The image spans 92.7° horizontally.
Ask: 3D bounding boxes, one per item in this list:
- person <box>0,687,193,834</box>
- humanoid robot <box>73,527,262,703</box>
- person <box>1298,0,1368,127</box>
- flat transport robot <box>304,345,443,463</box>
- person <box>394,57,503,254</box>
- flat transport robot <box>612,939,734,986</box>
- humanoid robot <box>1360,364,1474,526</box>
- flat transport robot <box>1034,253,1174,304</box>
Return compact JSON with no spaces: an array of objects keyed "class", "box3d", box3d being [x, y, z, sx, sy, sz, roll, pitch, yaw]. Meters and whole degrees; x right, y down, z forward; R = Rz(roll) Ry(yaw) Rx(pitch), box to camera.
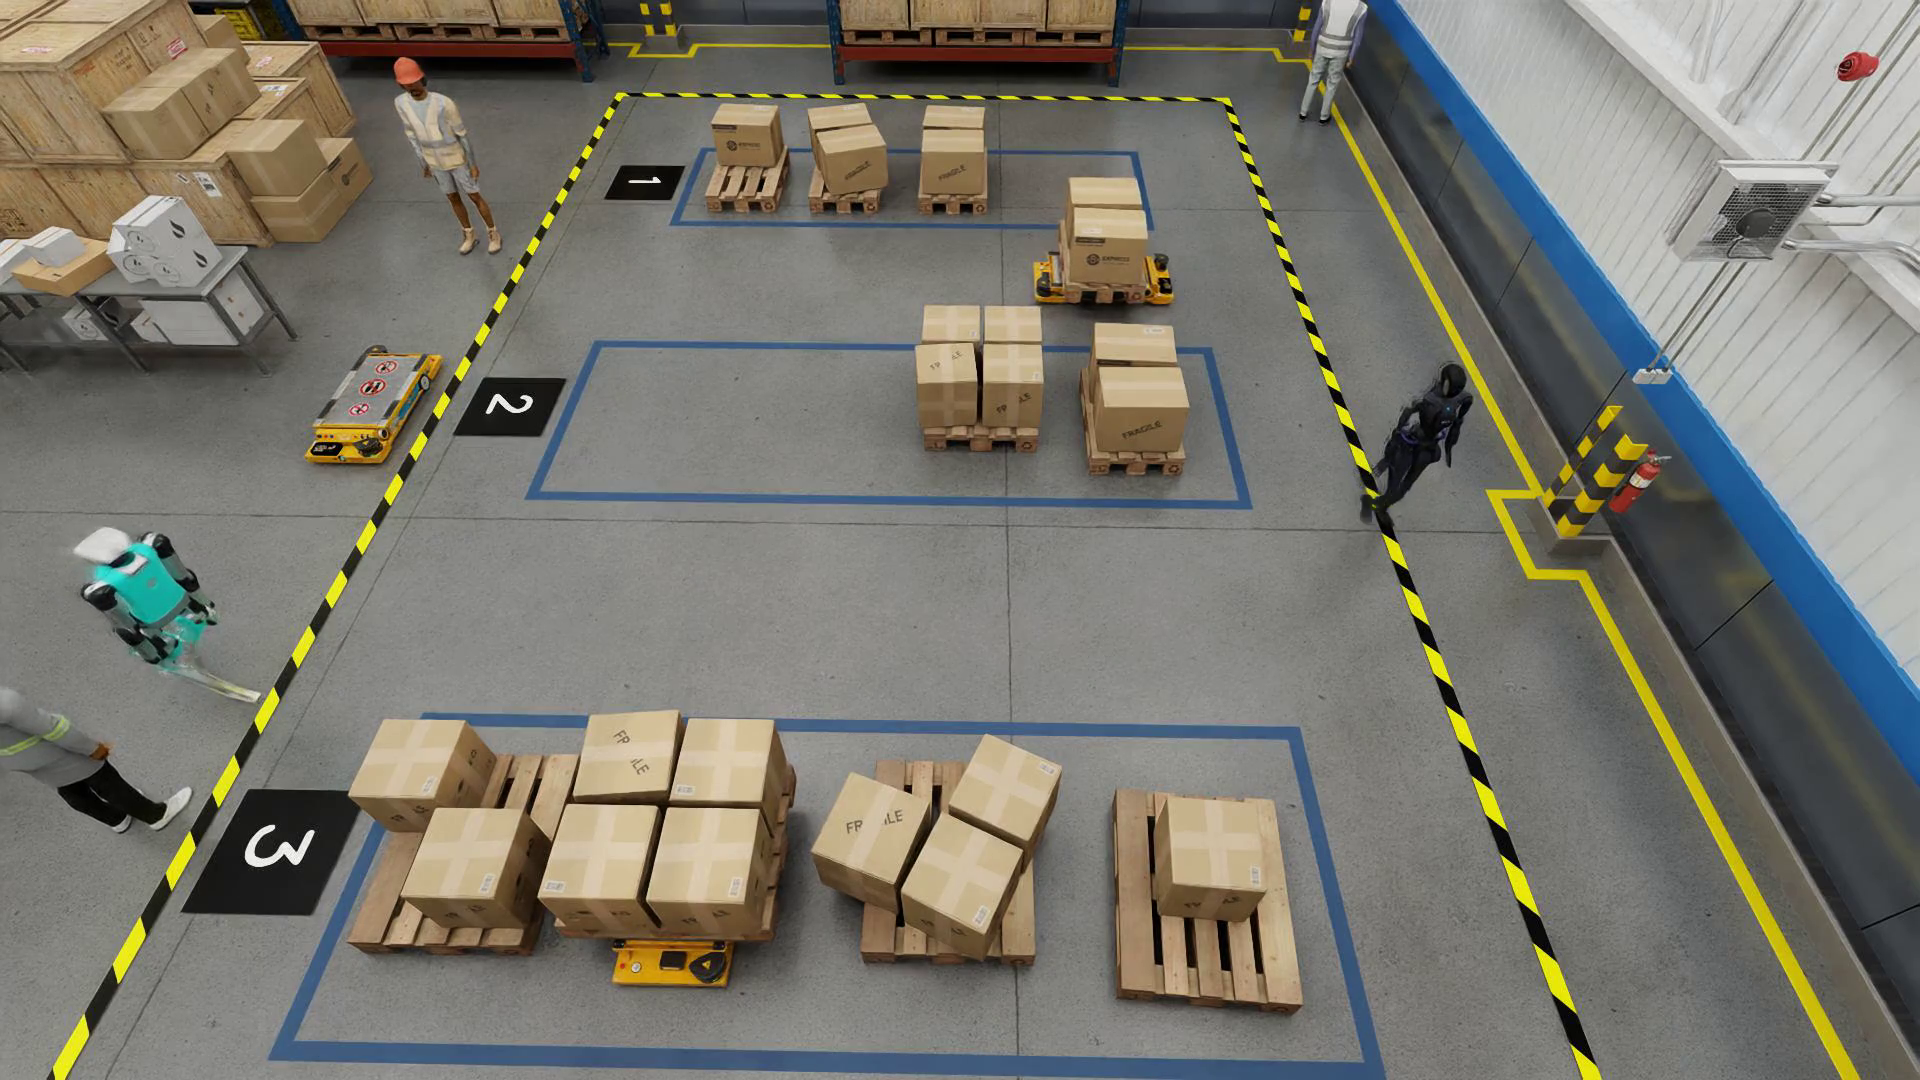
[{"class":"person","box3d":[-5.319,1.179,5.334,0.591,1.849,0.397,0,50,0]},{"class":"humanoid robot","box3d":[-5.257,0.559,5.989,0.892,1.847,0.553,10,50,8]},{"class":"person","box3d":[4.724,-6.208,11.596,0.599,1.827,0.404,23,53,18]},{"class":"flat transport robot","box3d":[-5.383,-1.269,8.441,0.659,0.231,1.431,1,50,1]},{"class":"person","box3d":[-5.349,-3.949,9.545,0.612,2.047,0.360,0,50,0]},{"class":"flat transport robot","box3d":[-1.659,1.971,5.681,0.652,0.197,1.431,1,50,1]},{"class":"humanoid robot","box3d":[3.518,-0.694,7.035,0.611,1.646,0.344,-8,50,-6]},{"class":"flat transport robot","box3d":[1.512,-2.782,9.703,1.431,0.197,0.652,1,50,1]}]
